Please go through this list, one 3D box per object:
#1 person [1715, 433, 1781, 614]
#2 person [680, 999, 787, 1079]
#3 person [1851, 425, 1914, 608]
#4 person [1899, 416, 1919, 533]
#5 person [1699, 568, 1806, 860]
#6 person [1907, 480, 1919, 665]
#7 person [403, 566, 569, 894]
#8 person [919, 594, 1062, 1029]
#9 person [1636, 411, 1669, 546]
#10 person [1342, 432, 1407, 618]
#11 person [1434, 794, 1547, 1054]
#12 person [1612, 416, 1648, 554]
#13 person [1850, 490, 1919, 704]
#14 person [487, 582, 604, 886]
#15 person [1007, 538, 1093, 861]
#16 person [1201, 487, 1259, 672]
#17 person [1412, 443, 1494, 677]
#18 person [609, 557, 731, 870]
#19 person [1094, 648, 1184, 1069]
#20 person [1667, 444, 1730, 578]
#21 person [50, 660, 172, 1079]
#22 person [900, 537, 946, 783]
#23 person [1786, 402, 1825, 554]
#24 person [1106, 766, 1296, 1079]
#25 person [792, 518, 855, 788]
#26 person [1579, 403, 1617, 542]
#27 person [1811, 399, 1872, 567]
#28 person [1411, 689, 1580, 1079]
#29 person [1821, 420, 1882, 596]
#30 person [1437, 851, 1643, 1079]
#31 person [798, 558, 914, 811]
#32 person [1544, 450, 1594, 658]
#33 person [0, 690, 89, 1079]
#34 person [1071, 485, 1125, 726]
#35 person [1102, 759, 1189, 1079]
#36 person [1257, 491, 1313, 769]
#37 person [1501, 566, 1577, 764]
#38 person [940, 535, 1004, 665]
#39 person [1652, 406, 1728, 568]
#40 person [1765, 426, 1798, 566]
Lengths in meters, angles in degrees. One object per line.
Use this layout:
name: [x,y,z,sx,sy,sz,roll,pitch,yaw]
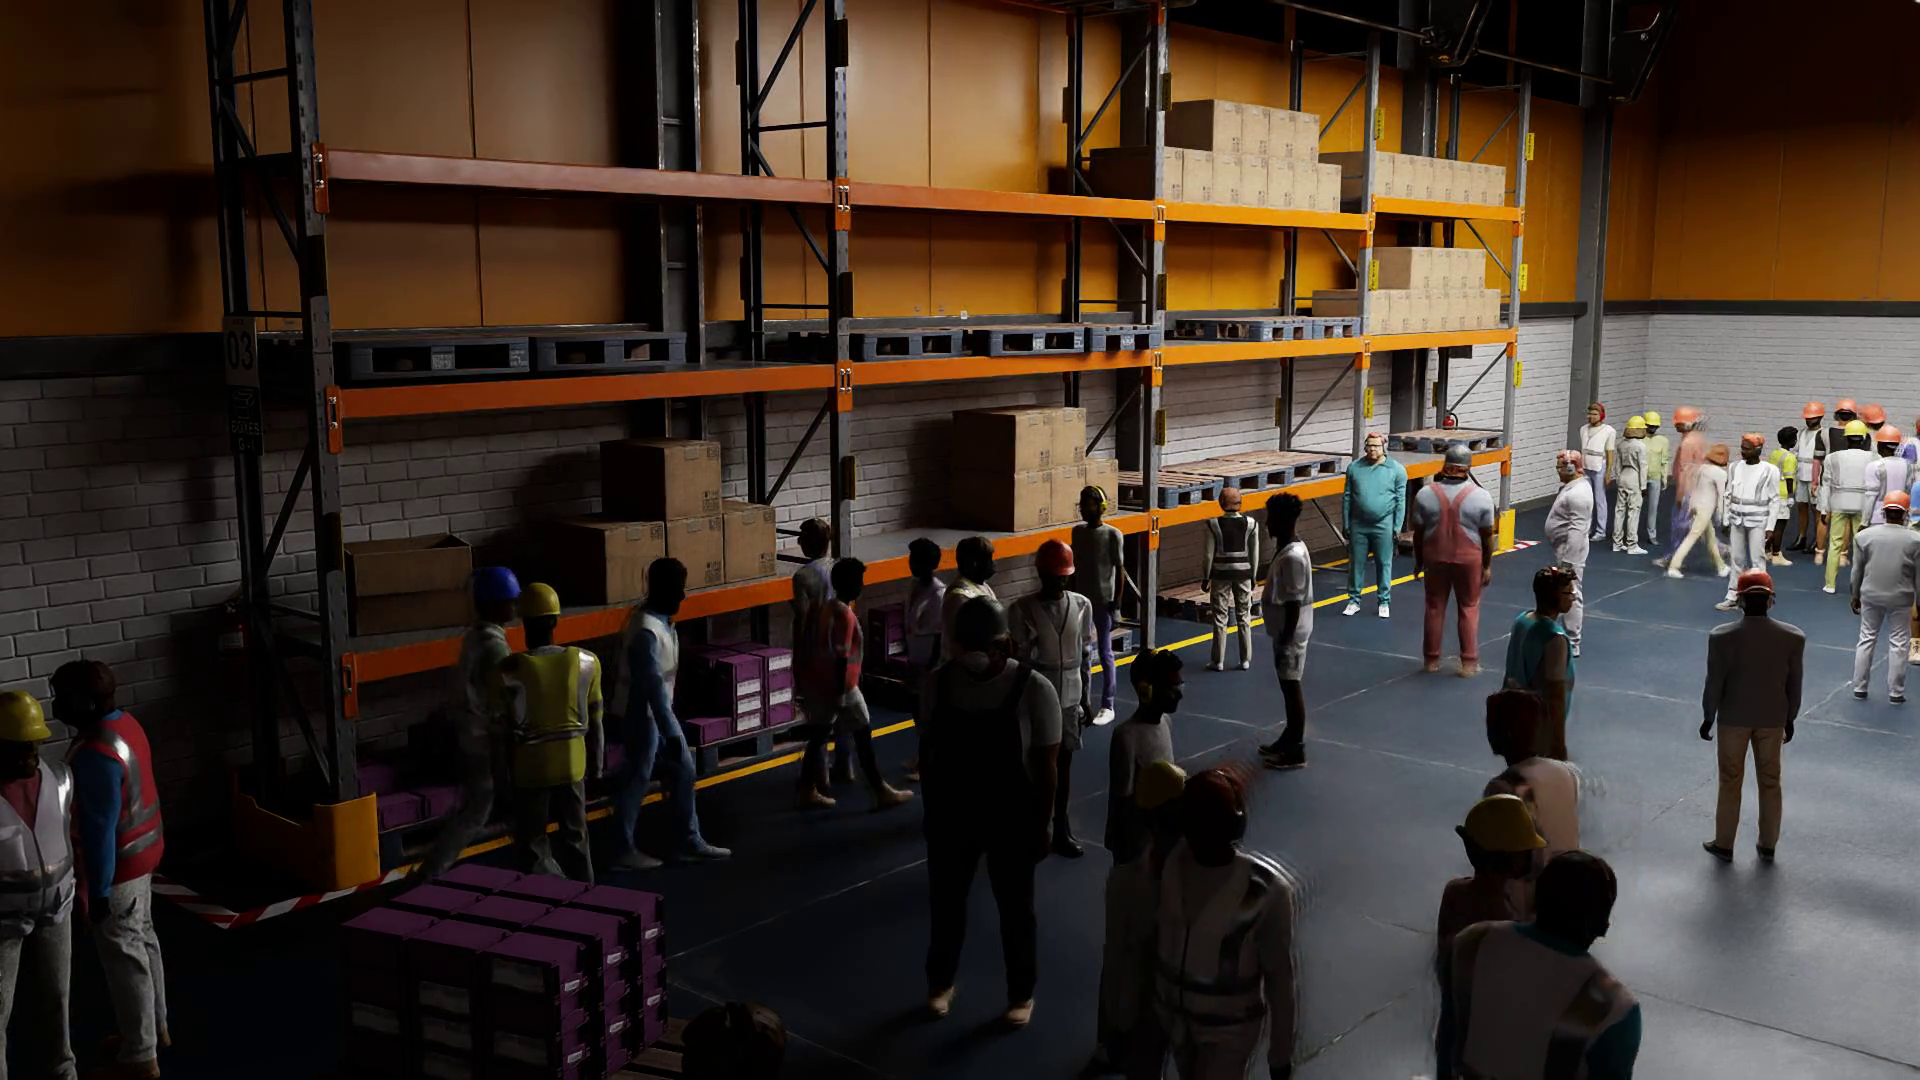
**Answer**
person: [8.146,-0.170,17.175,0.339,1.882,0.581,-5,10,-30]
person: [-0.459,1.926,3.827,0.351,1.837,0.502,-2,9,-15]
person: [9.645,-0.231,17.401,0.544,1.939,0.354,-3,9,-16]
person: [11.700,-0.616,20.250,0.655,1.817,0.611,9,12,44]
person: [4.681,1.032,9.874,0.562,1.742,0.338,1,9,5]
person: [8.778,0.116,14.823,0.615,2.041,0.378,2,9,12]
person: [-2.585,1.089,9.032,0.999,1.909,0.619,-3,9,-19]
person: [0.108,1.235,7.614,0.679,2.000,0.539,3,9,16]
person: [8.932,-0.795,21.611,0.525,1.760,0.340,1,9,4]
person: [4.216,-0.156,17.014,0.642,1.909,0.408,4,10,23]
person: [1.741,1.699,5.503,0.315,1.770,0.523,-1,9,-6]
person: [8.506,-0.698,21.038,0.294,1.744,0.488,-4,10,-22]
person: [7.577,0.459,13.569,0.566,1.744,0.350,8,12,40]
person: [-2.101,1.167,8.450,0.588,1.918,0.395,-6,10,-32]
person: [0.546,0.942,9.840,0.552,1.933,0.374,-3,9,-21]
person: [2.374,0.348,14.625,0.514,1.640,0.310,-1,9,-8]
person: [4.314,0.164,14.520,0.687,2.000,0.536,4,10,26]
person: [-1.681,1.018,9.551,0.824,1.868,0.631,0,9,3]
person: [0.807,1.380,7.279,0.330,1.861,0.506,5,10,28]
person: [8.597,-0.324,19.177,0.919,1.574,0.506,-1,9,-5]
person: [-3.664,1.413,7.154,0.431,1.836,0.626,-3,9,-17]
person: [-0.218,0.817,11.414,0.324,1.696,0.578,-4,9,-22]
person: [10.740,-0.786,21.016,0.386,1.929,0.543,-3,9,-19]
person: [0.873,1.641,5.669,0.580,1.844,0.964,9,12,44]
person: [-0.942,0.763,11.334,0.337,1.838,0.511,8,12,43]
person: [8.420,-0.894,22.007,0.386,1.837,0.564,-4,10,-23]
person: [10.602,-0.684,20.044,0.611,2.030,0.410,5,10,30]
person: [2.263,1.508,6.612,0.601,1.831,0.829,-6,11,-36]
person: [9.751,-0.349,18.218,0.586,1.921,0.396,4,10,26]
person: [1.584,1.791,4.802,0.767,1.809,0.679,-7,11,-37]
person: [-0.691,0.936,10.765,0.792,1.654,0.536,-3,9,-21]
person: [5.556,0.125,15.229,0.407,1.902,0.639,3,9,19]
person: [-3.762,1.493,6.658,0.403,1.825,0.596,5,10,30]
person: [1.039,0.501,12.894,0.512,1.872,0.330,8,12,41]
person: [0.762,1.656,5.832,0.524,1.744,0.657,-1,9,-8]
person: [2.308,0.630,11.754,0.369,1.966,0.624,1,9,9]
person: [3.252,1.055,9.394,0.381,1.844,0.566,-1,9,-4]
person: [0.100,0.887,10.494,0.429,1.846,0.627,2,9,10]
person: [8.721,-0.609,19.763,0.785,1.964,0.620,6,11,36]
person: [9.944,-0.534,20.146,0.320,1.694,0.535,1,9,4]
